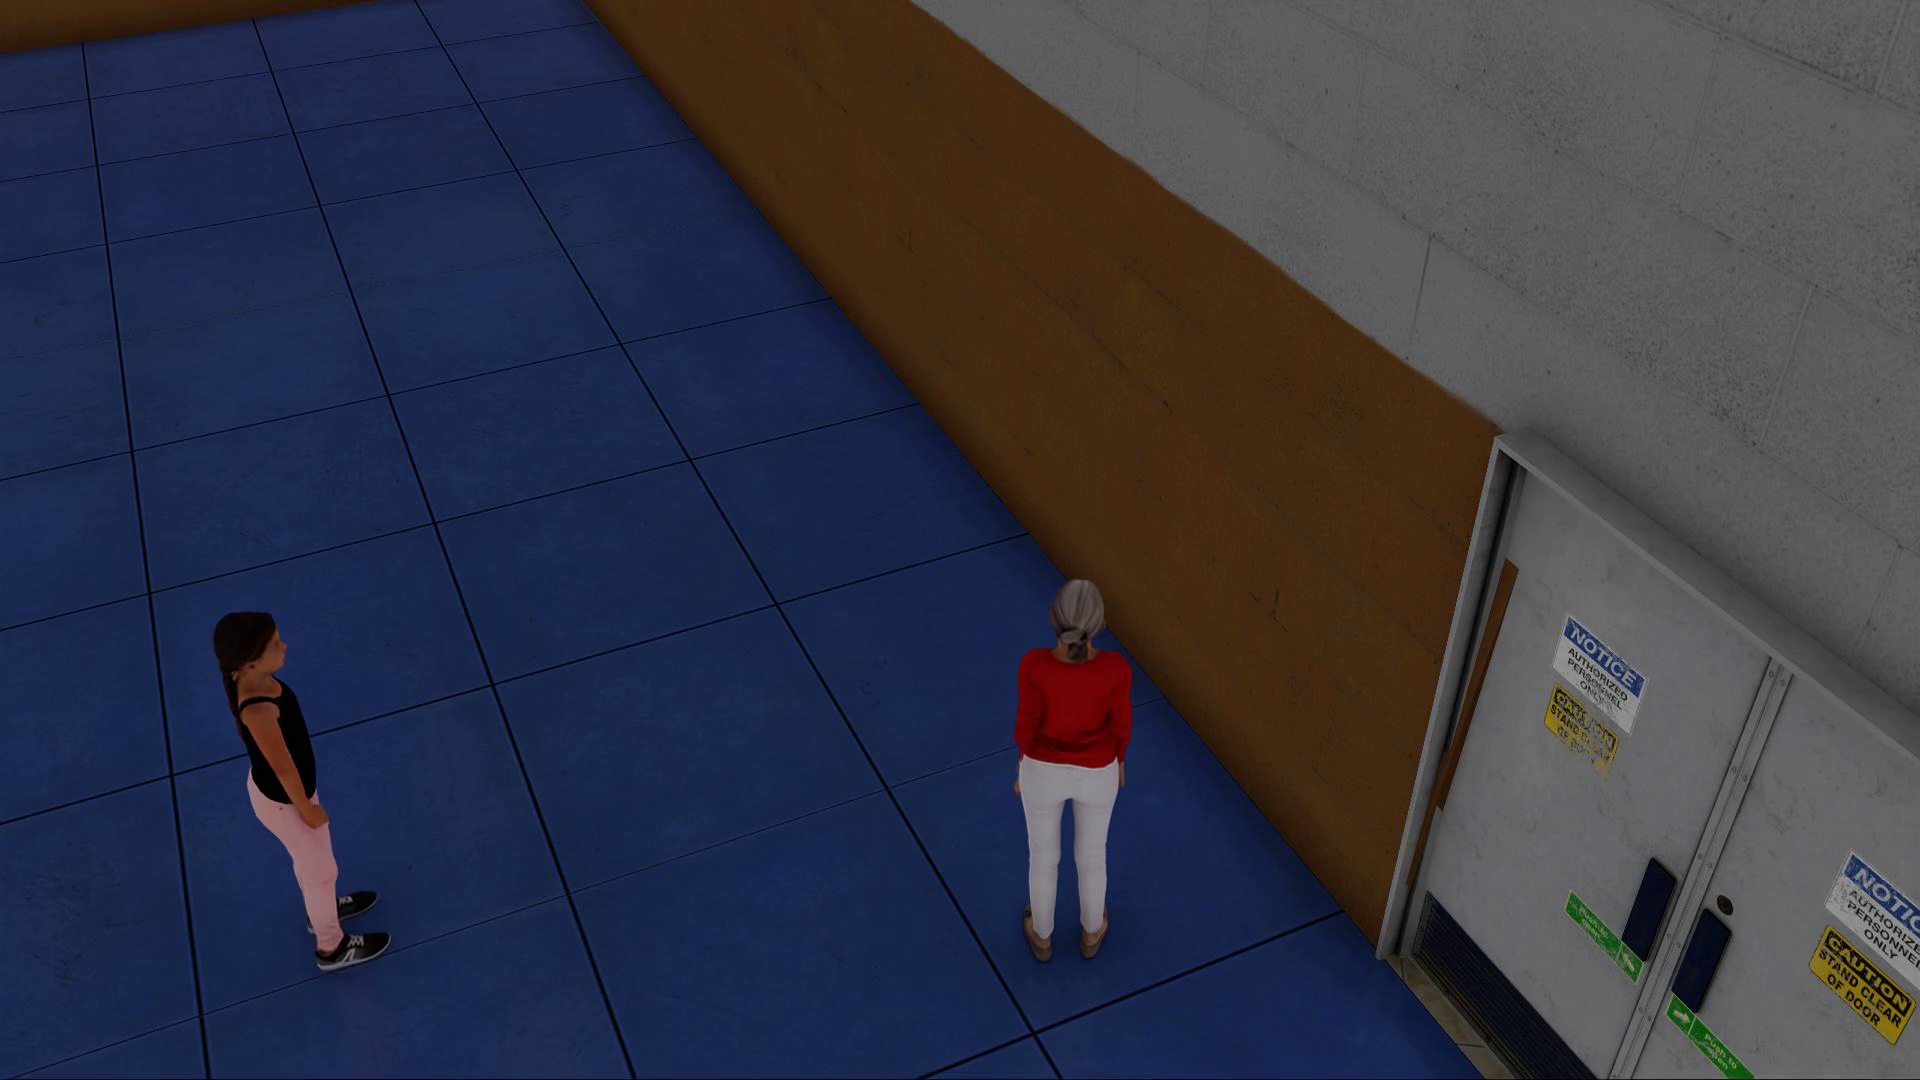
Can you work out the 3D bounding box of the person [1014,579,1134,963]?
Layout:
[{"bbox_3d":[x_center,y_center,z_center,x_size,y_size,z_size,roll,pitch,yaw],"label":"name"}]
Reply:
[{"bbox_3d":[0.376,0.813,5.727,0.591,1.693,0.694,0,37,0],"label":"person"}]

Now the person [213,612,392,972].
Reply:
[{"bbox_3d":[-2.325,0.874,5.755,0.525,1.563,0.526,-19,41,-23],"label":"person"}]
